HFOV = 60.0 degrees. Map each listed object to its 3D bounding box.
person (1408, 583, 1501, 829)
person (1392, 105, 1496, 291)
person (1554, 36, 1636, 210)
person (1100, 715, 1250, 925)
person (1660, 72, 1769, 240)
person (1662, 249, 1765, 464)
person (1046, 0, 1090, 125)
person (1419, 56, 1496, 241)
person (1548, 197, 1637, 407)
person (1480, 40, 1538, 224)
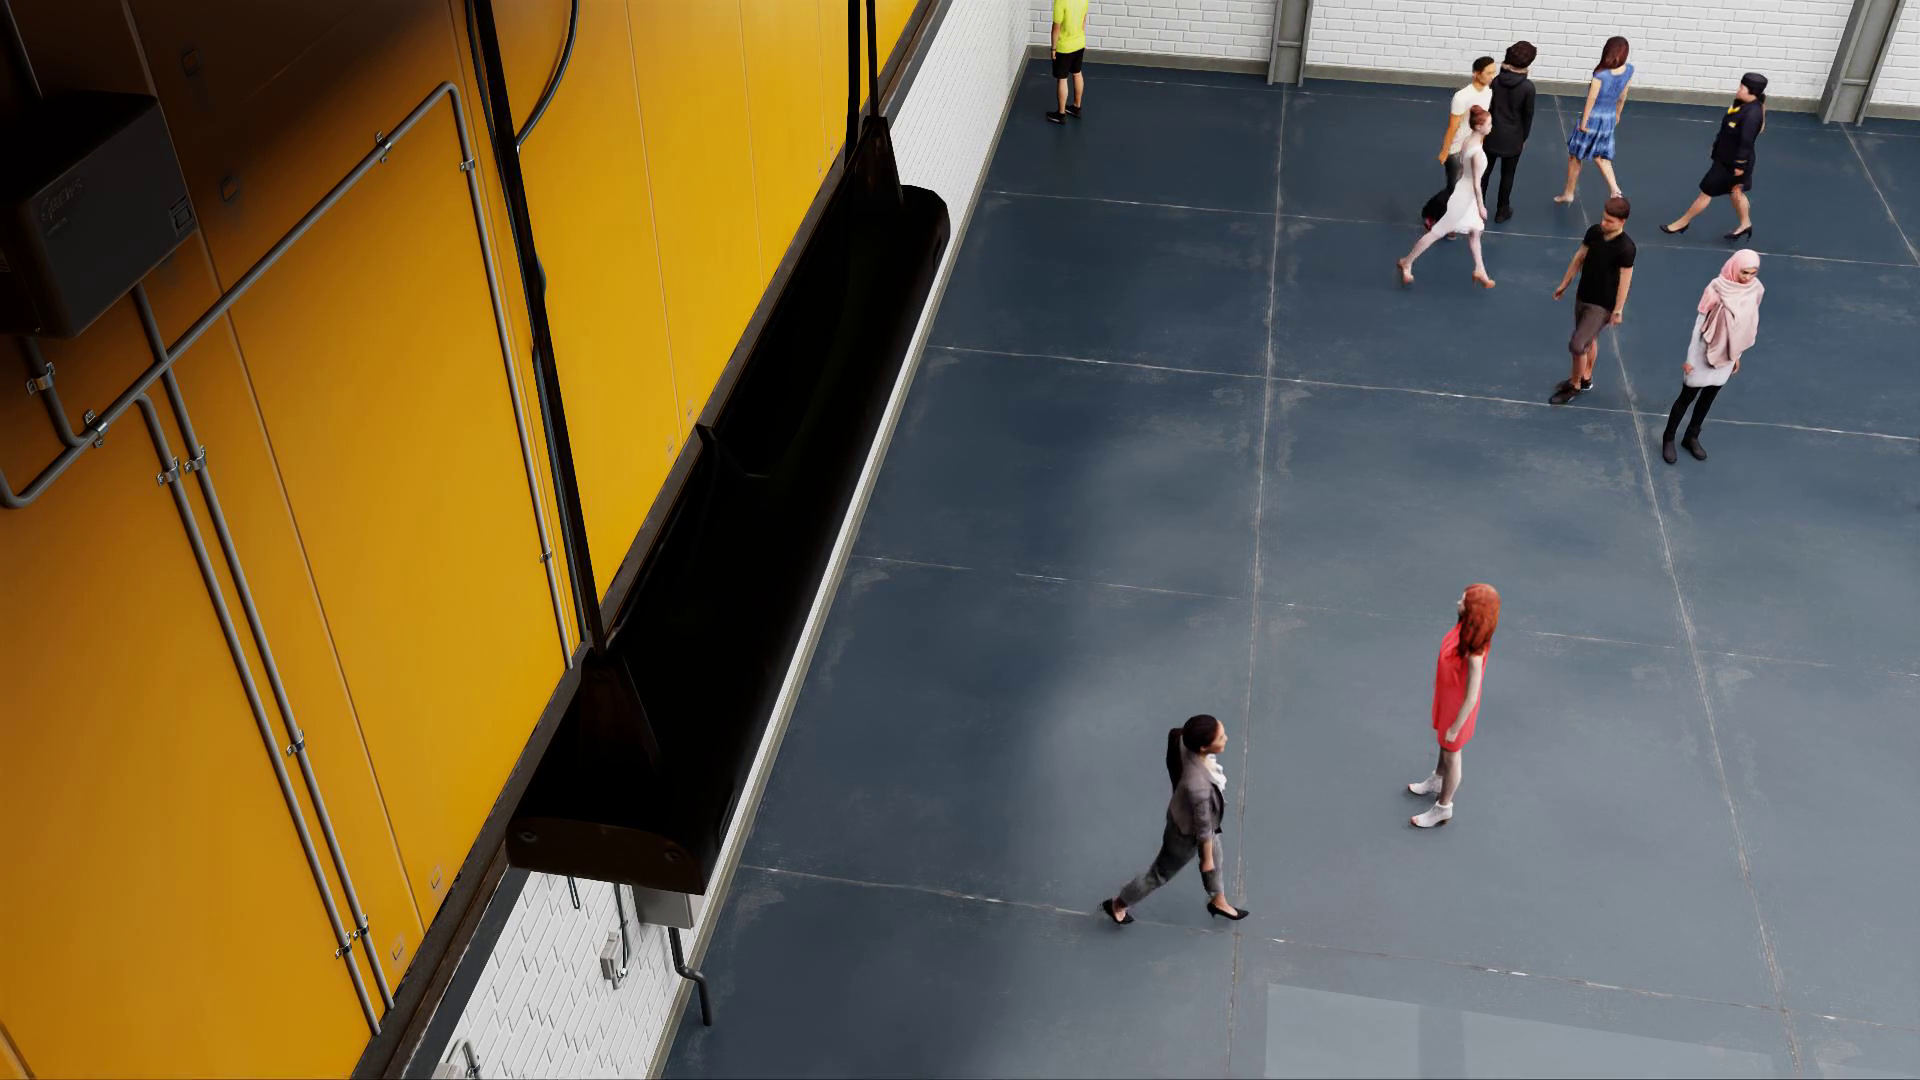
[{"bbox_3d":[2.921,0.969,9.759,0.504,1.827,0.586,7,39,9],"label":"person"},{"bbox_3d":[4.351,-2.981,14.773,1.146,1.743,0.612,8,39,10],"label":"person"},{"bbox_3d":[6.135,-3.905,15.894,1.042,1.787,1.034,-16,41,-20],"label":"person"},{"bbox_3d":[1.166,1.598,9.125,1.143,1.636,0.758,0,39,0],"label":"person"},{"bbox_3d":[7.298,-3.516,15.538,1.080,1.624,0.755,9,40,11],"label":"person"},{"bbox_3d":[5.778,-1.419,12.768,0.643,1.804,0.766,-6,39,-7],"label":"person"},{"bbox_3d":[1.174,-5.311,17.719,0.681,1.706,0.735,-25,45,-28],"label":"person"},{"bbox_3d":[4.644,-3.706,15.646,0.821,1.786,0.873,-23,44,-26],"label":"person"},{"bbox_3d":[5.209,-1.941,13.393,0.915,1.839,0.877,-8,39,-10],"label":"person"},{"bbox_3d":[5.202,-3.887,15.876,0.672,1.781,0.776,24,44,27],"label":"person"}]
